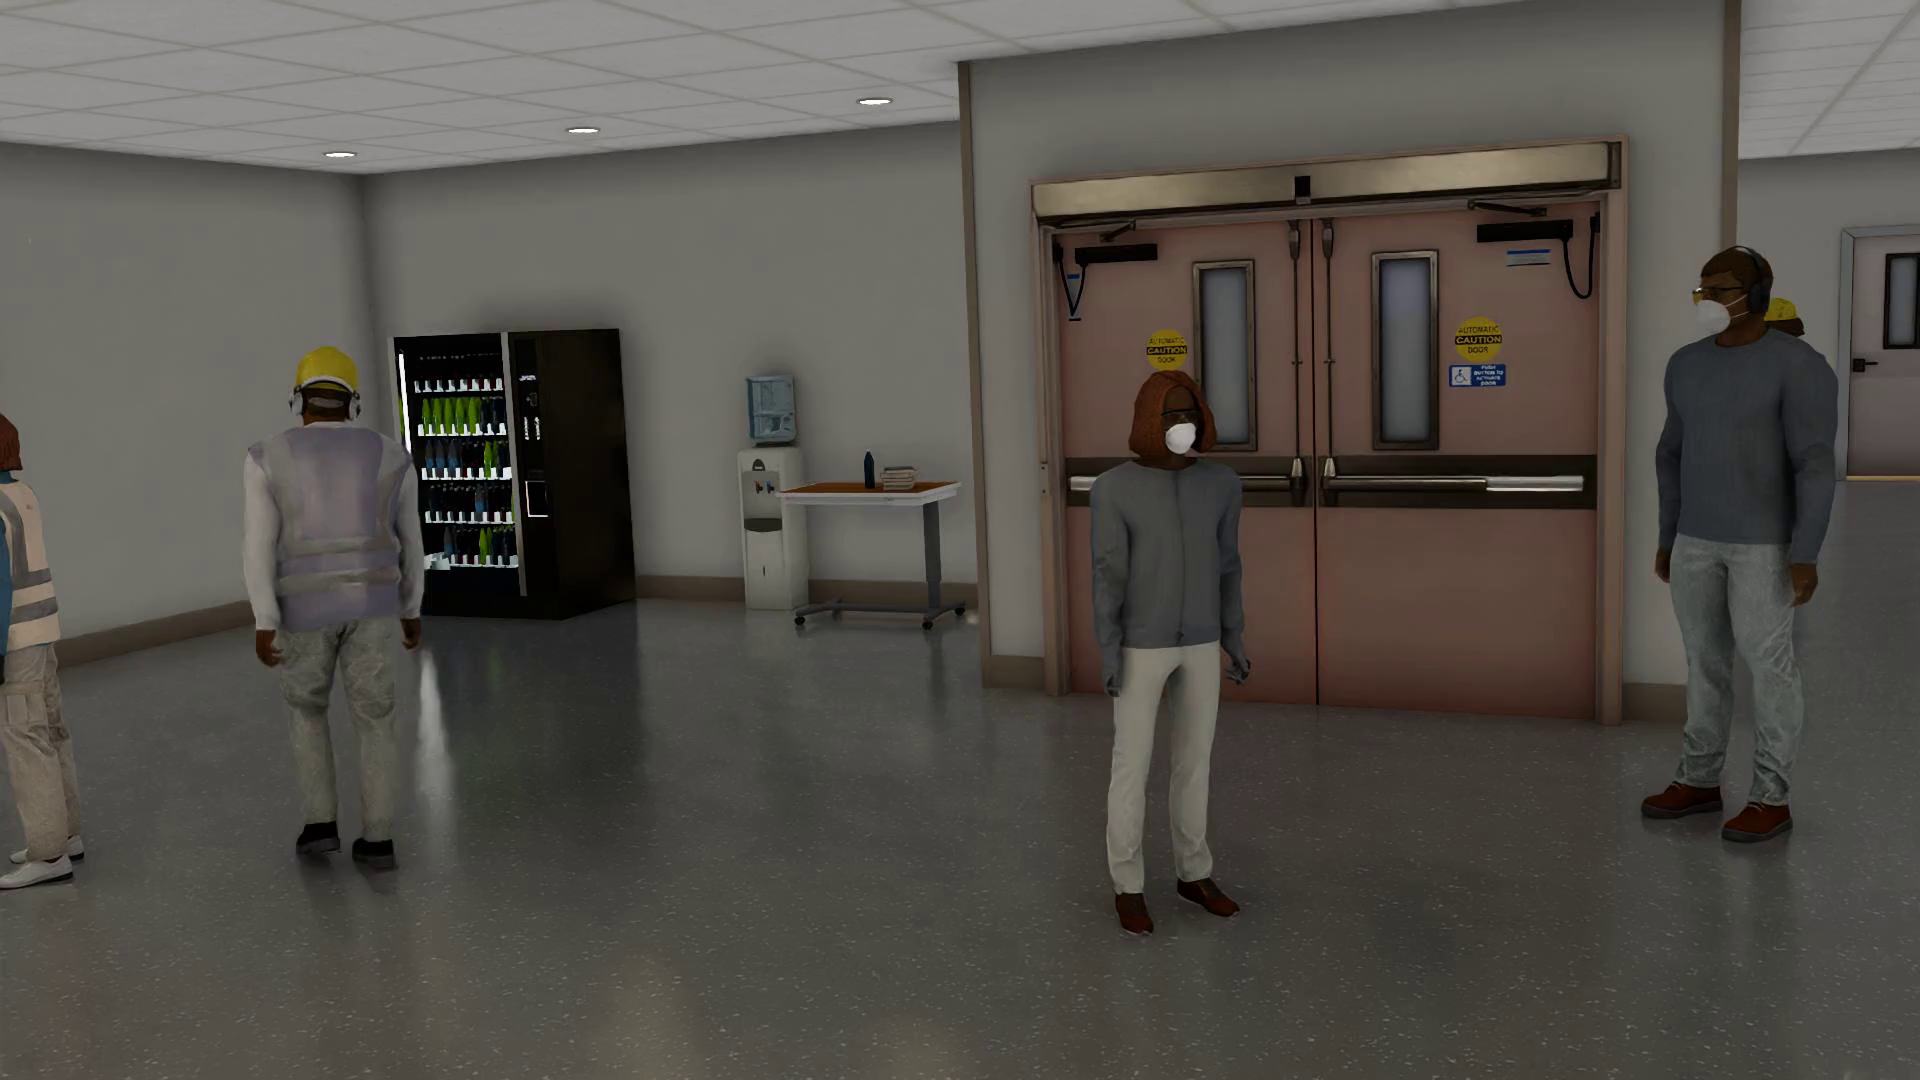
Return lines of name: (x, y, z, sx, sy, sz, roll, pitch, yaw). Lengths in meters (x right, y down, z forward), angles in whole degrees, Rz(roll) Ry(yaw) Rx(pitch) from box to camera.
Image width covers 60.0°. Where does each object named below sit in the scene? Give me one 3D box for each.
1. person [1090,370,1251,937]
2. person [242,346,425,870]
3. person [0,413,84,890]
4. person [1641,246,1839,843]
person: (0.623, 0.320, 4.875, 0.501, 1.633, 0.286, -5, 8, -21)
person: (-2.146, 0.232, 5.771, 0.615, 1.796, 0.579, -7, 9, -31)
person: (-3.249, 0.366, 5.702, 0.311, 1.638, 0.521, -4, 8, -16)
person: (2.559, 0.013, 5.480, 0.379, 1.940, 0.629, -6, 8, -24)
